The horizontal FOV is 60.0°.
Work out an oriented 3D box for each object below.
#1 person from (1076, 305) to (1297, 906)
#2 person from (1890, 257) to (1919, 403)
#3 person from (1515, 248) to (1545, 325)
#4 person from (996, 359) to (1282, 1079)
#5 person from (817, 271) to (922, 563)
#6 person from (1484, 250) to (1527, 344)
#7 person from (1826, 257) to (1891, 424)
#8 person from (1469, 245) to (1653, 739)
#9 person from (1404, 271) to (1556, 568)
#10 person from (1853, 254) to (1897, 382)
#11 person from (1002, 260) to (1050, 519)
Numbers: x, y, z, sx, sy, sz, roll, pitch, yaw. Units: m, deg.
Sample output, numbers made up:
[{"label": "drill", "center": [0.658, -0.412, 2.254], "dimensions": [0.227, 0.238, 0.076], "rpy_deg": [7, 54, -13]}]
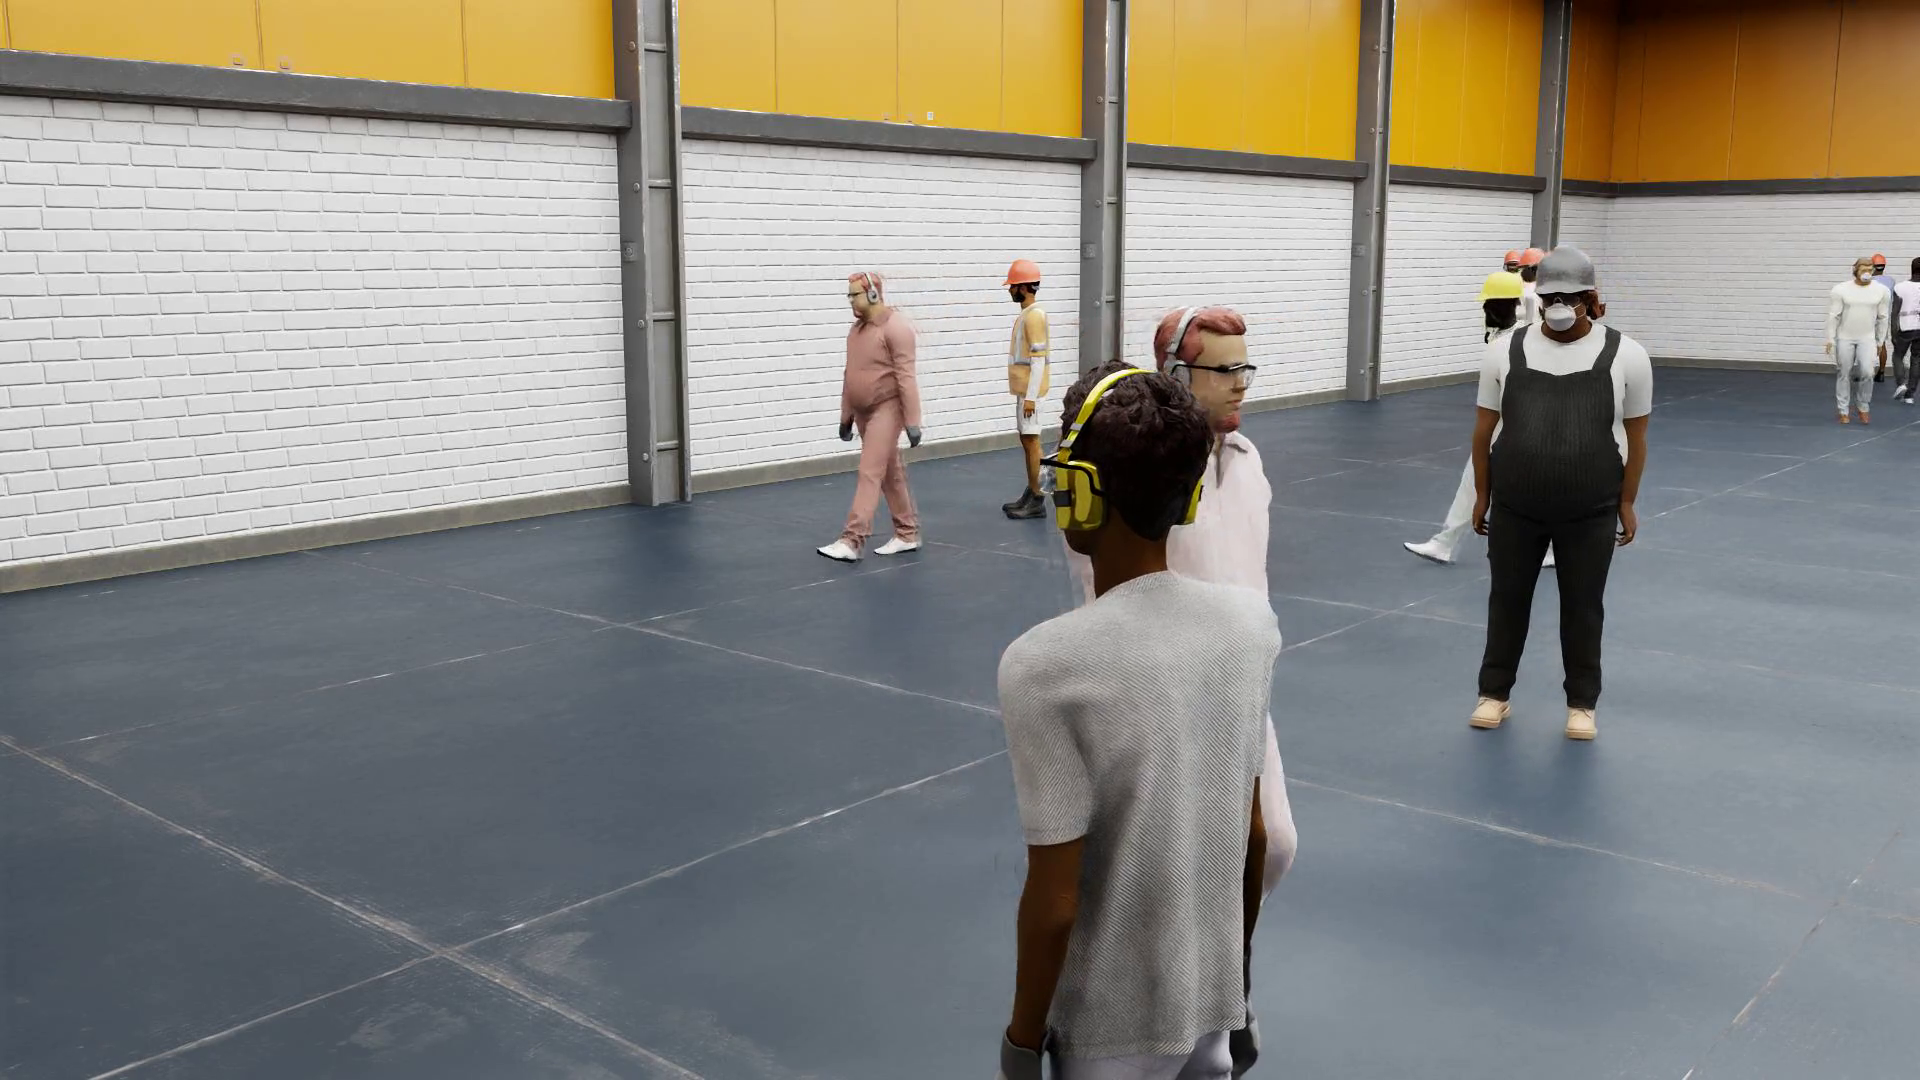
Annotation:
[{"label": "person", "center": [0.548, 0.391, 4.003], "dimensions": [0.645, 1.893, 0.432], "rpy_deg": [-8, 13, -38]}, {"label": "person", "center": [12.498, -2.743, 21.791], "dimensions": [0.593, 1.903, 0.445], "rpy_deg": [3, 10, 18]}, {"label": "person", "center": [5.539, -1.859, 16.421], "dimensions": [0.643, 2.015, 0.827], "rpy_deg": [-5, 11, -25]}, {"label": "person", "center": [0.233, 0.686, 2.369], "dimensions": [0.515, 1.870, 0.333], "rpy_deg": [-8, 13, -39]}, {"label": "person", "center": [-0.639, -0.785, 10.746], "dimensions": [0.942, 1.860, 0.659], "rpy_deg": [-6, 12, -32]}, {"label": "person", "center": [6.989, -2.676, 21.149], "dimensions": [0.626, 1.991, 0.393], "rpy_deg": [2, 10, 13]}, {"label": "person", "center": [10.272, -2.274, 19.066], "dimensions": [0.642, 1.916, 0.619], "rpy_deg": [4, 11, 22]}, {"label": "person", "center": [2.449, -0.190, 6.860], "dimensions": [0.688, 2.000, 0.536], "rpy_deg": [5, 11, 24]}, {"label": "person", "center": [3.367, -0.738, 10.446], "dimensions": [0.978, 1.870, 0.610], "rpy_deg": [0, 10, 1]}, {"label": "person", "center": [13.789, -3.338, 25.091], "dimensions": [0.547, 1.934, 0.375], "rpy_deg": [-2, 10, -10]}, {"label": "person", "center": [0.490, -1.124, 12.479], "dimensions": [0.355, 1.934, 0.553], "rpy_deg": [-1, 10, -3]}]
